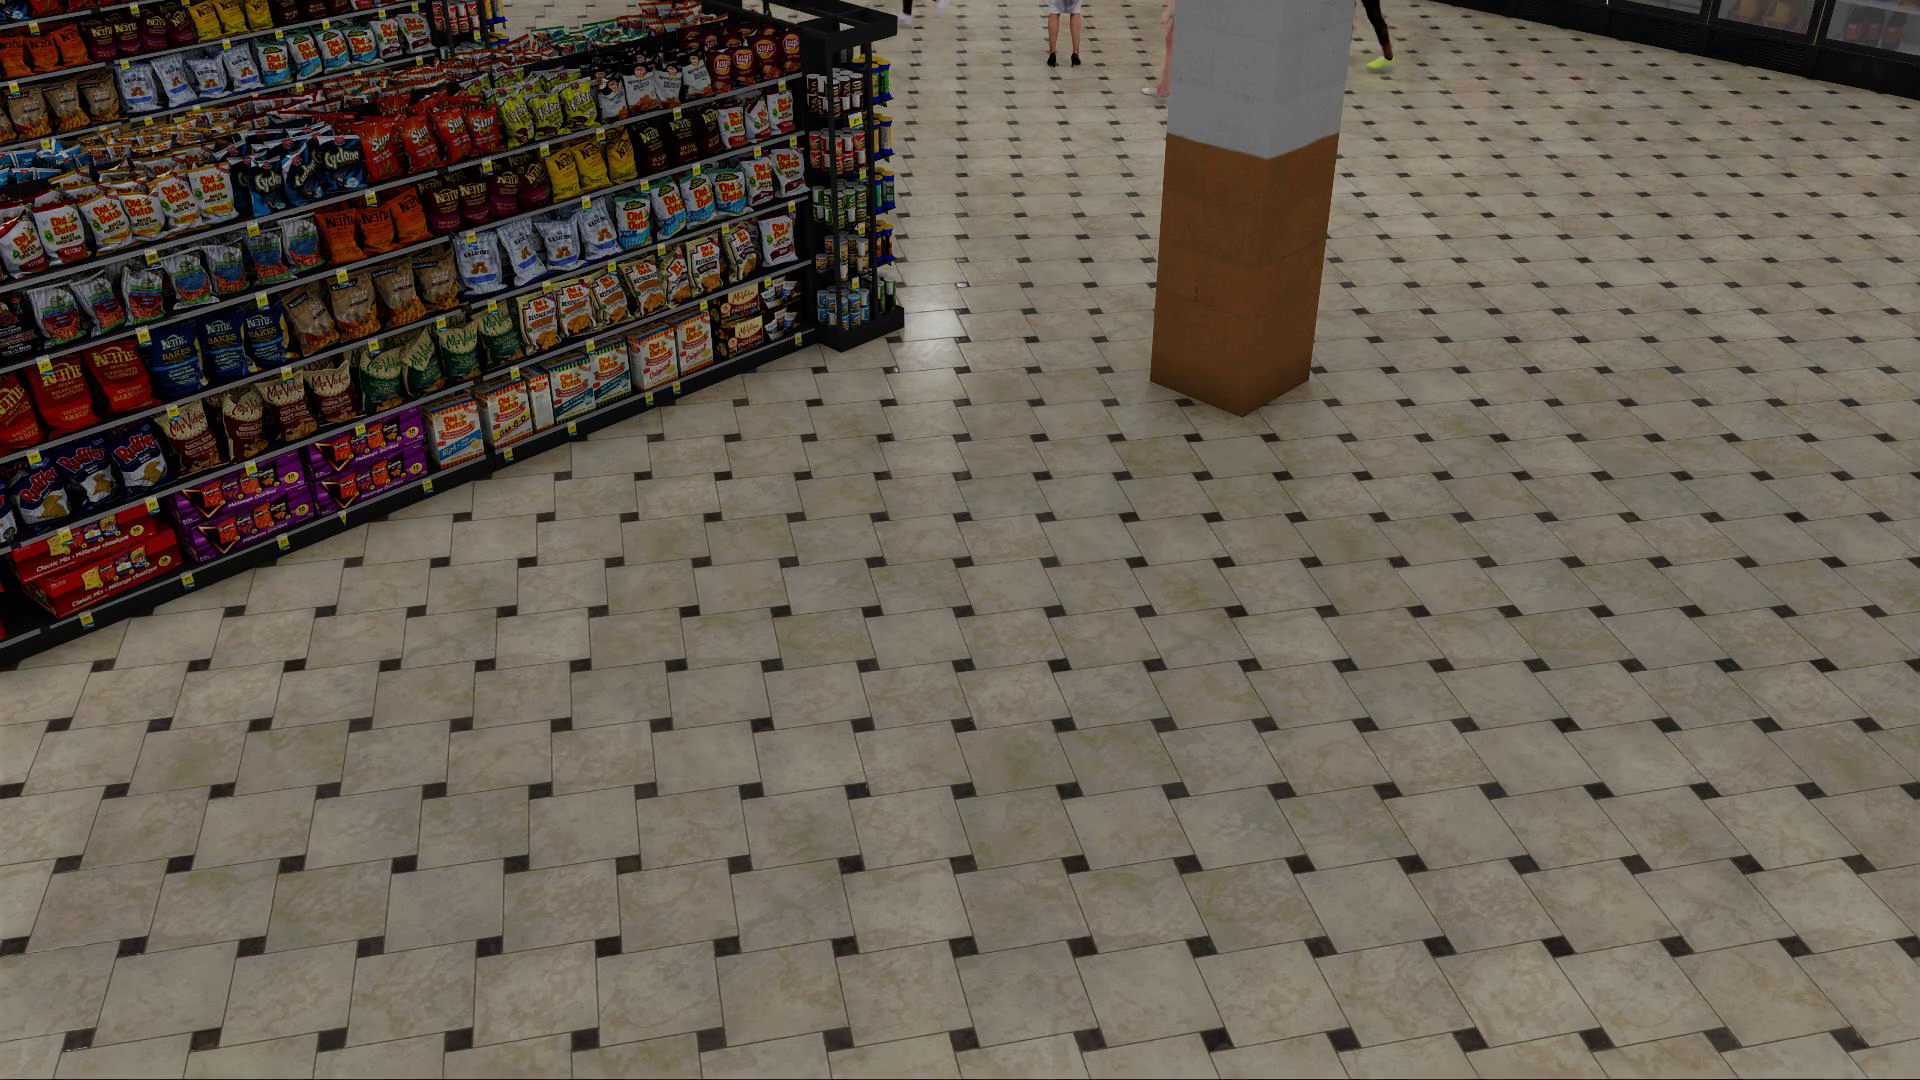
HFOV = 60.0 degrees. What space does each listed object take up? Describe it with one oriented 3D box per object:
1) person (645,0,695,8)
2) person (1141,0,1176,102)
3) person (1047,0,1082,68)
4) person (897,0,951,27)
[{"bbox_3d":[-2.715,-5.426,15.804,1.080,1.623,0.739,-25,40,-34],"label":"person"},{"bbox_3d":[2.047,-4.534,14.270,0.838,1.729,0.917,13,34,20],"label":"person"},{"bbox_3d":[0.985,-5.300,15.481,0.637,1.751,0.690,1,32,2],"label":"person"},{"bbox_3d":[-0.435,-5.936,16.635,0.907,1.611,0.939,11,34,17],"label":"person"}]
